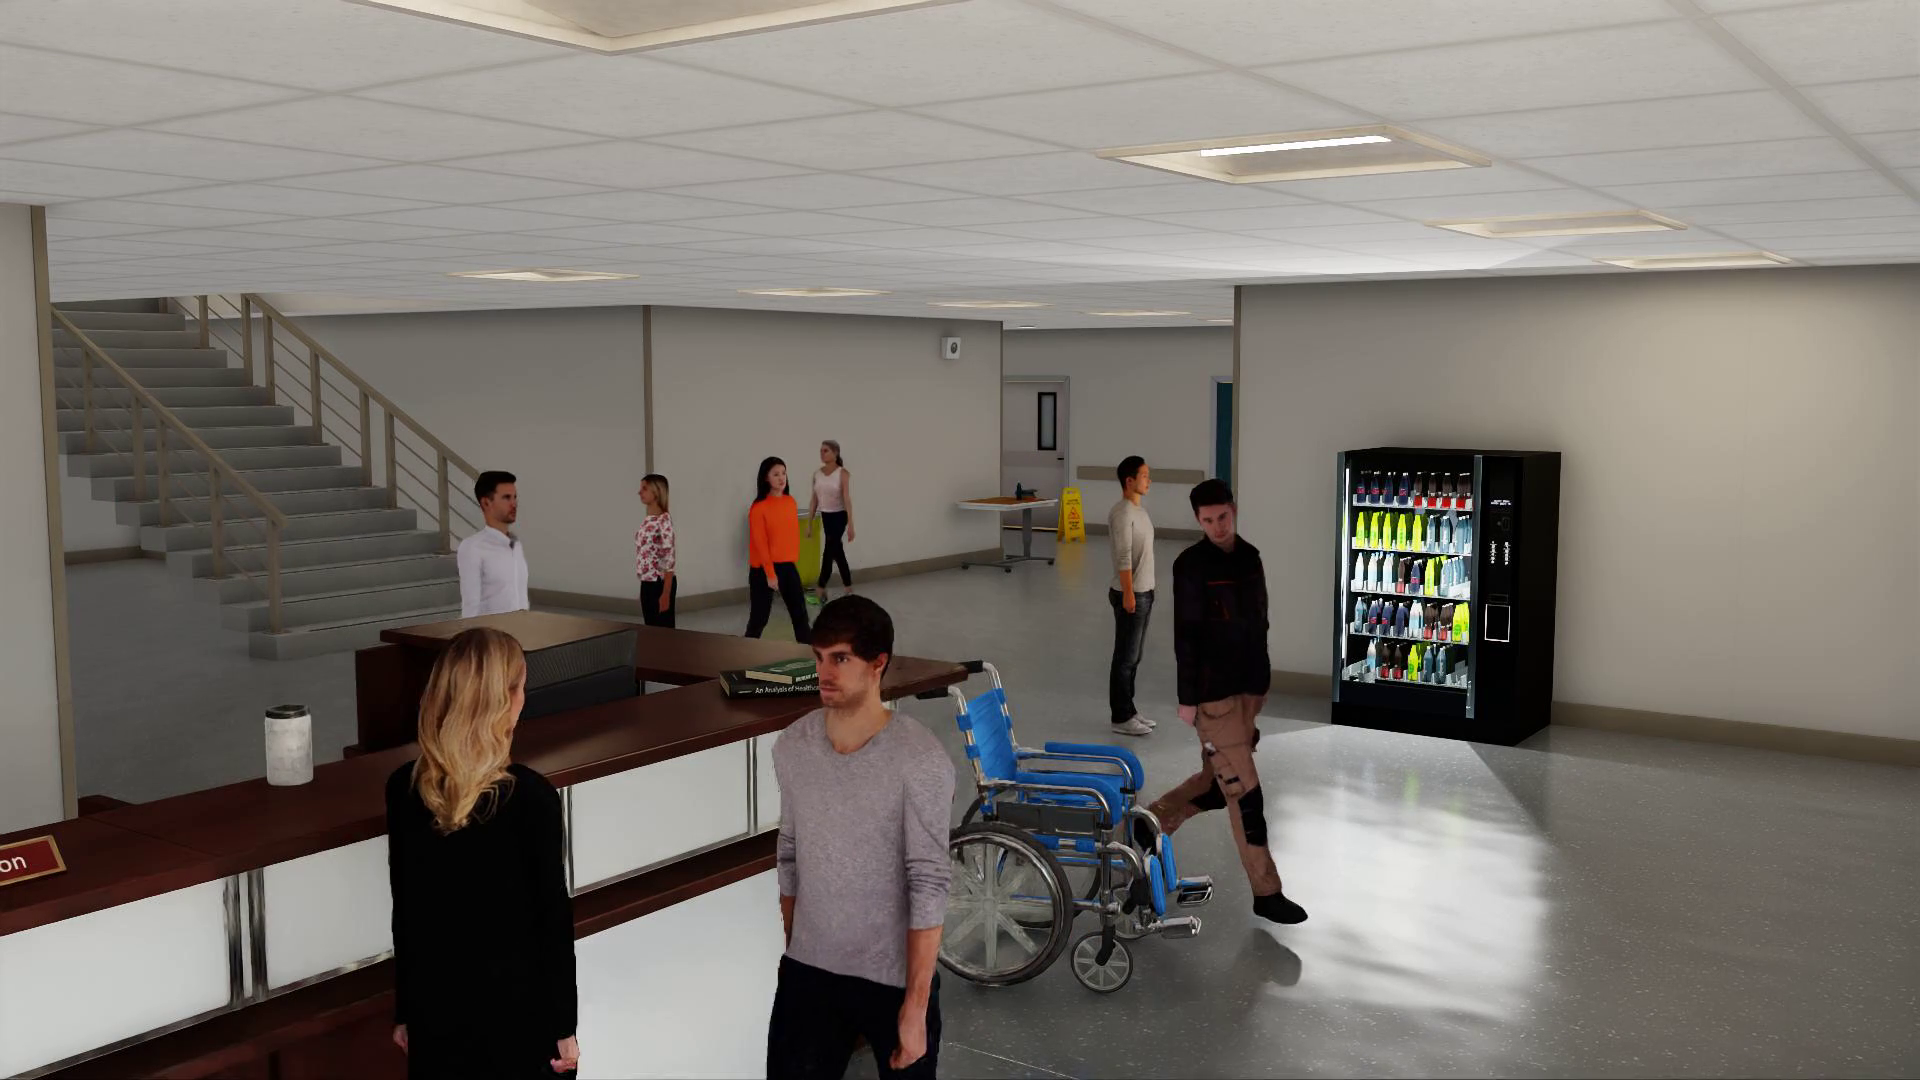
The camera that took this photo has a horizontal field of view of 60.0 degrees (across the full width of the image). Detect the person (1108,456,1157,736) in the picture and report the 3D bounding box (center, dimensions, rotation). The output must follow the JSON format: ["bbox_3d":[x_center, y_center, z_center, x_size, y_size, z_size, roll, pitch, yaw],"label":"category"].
[{"bbox_3d":[1.114,0.349,10.931,0.658,1.812,0.708,2,6,17],"label":"person"}]

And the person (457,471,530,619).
[{"bbox_3d":[-2.424,0.575,8.442,0.828,1.860,0.725,2,6,22],"label":"person"}]

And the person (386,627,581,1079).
[{"bbox_3d":[-1.083,1.107,3.567,1.051,1.777,0.853,2,6,20],"label":"person"}]

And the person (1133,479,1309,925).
[{"bbox_3d":[1.081,0.692,7.222,1.276,1.873,0.896,5,8,43],"label":"person"}]

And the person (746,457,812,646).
[{"bbox_3d":[-1.444,0.265,12.250,1.036,1.716,0.686,5,7,40],"label":"person"}]

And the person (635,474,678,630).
[{"bbox_3d":[-2.163,0.337,11.955,0.700,1.632,0.564,-4,7,-32],"label":"person"}]

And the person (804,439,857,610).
[{"bbox_3d":[-1.193,-0.141,16.548,1.053,1.662,0.751,5,7,38],"label":"person"}]

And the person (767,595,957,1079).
[{"bbox_3d":[-0.176,1.047,4.041,1.063,1.803,0.813,3,6,28],"label":"person"}]
